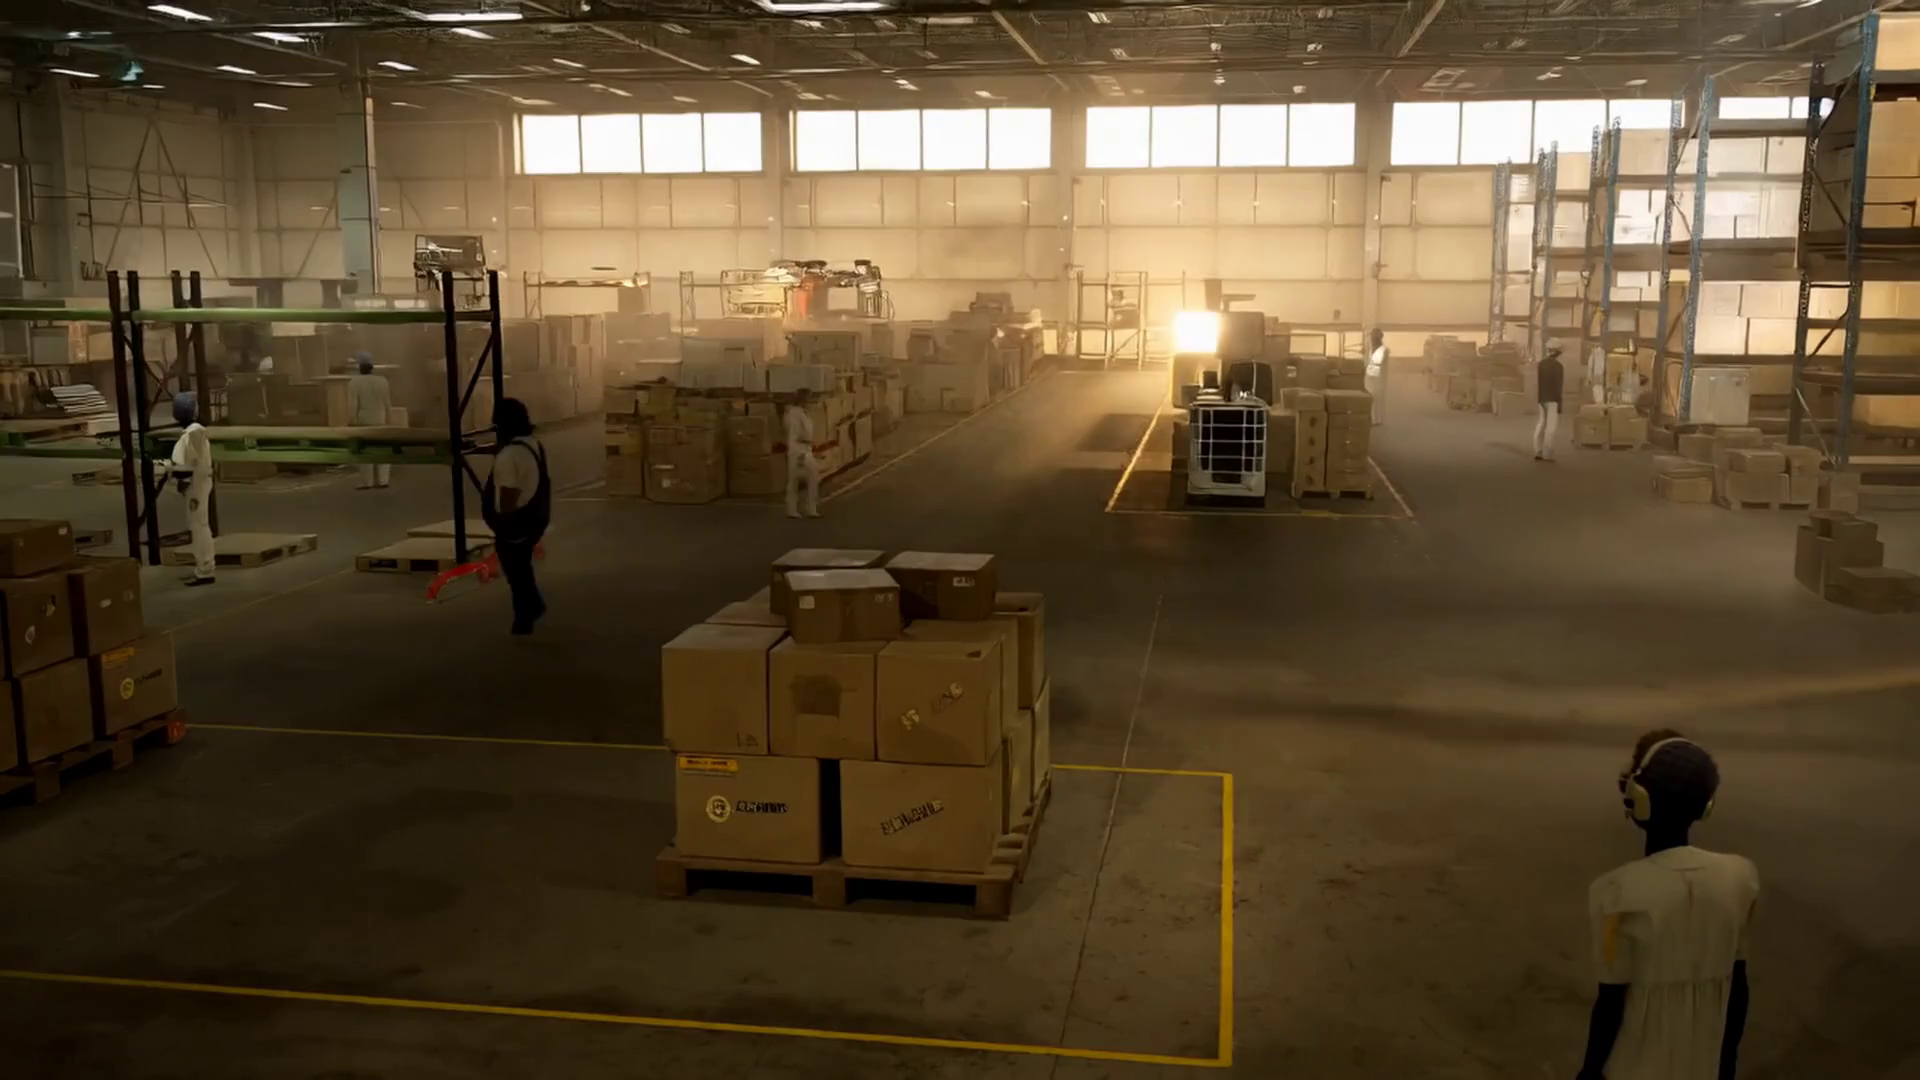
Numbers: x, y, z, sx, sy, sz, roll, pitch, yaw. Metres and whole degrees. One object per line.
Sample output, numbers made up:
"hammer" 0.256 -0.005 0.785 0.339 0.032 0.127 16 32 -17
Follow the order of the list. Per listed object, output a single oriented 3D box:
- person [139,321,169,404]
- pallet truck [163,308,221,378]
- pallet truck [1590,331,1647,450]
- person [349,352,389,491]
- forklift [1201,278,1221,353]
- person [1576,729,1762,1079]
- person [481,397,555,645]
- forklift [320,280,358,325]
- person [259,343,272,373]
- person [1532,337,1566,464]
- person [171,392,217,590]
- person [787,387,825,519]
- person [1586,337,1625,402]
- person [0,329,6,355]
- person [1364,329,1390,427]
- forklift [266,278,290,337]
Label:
"person" -18.363 -4.060 37.896 0.622 1.932 0.367 1 9 8
"pallet truck" -21.869 -5.598 47.154 0.823 1.965 1.885 4 10 26
"pallet truck" 11.253 -2.573 28.499 0.823 1.965 1.885 5 10 27
"person" -8.165 -1.636 22.980 0.402 1.918 0.589 8 12 41
"forklift" 6.553 -5.432 43.417 1.873 2.768 1.129 0 9 0
"person" 1.802 1.409 4.328 0.518 1.874 0.327 -3 10 -17
"person" -3.595 -0.152 13.432 0.536 2.000 0.704 1 9 8
"forklift" -13.331 -4.204 35.844 1.873 2.768 1.129 1 9 9
"person" -11.259 -2.310 27.155 0.758 1.911 0.642 1 9 6
"person" 9.300 -2.191 26.170 0.400 1.989 0.621 -2 9 -13
"person" -7.324 -0.469 15.871 0.355 1.885 0.575 -6 11 -31
"person" -1.890 -1.052 20.246 0.557 1.623 0.513 4 10 26
"person" 12.218 -2.948 31.483 0.619 1.795 0.987 7 11 35
"person" -22.583 -4.139 39.082 0.318 1.697 0.535 -2 9 -10
"person" 8.088 -3.140 32.275 0.397 1.911 0.587 -5 10 -27
"forklift" -17.637 -5.367 43.017 1.873 2.768 1.129 -3 10 -17
